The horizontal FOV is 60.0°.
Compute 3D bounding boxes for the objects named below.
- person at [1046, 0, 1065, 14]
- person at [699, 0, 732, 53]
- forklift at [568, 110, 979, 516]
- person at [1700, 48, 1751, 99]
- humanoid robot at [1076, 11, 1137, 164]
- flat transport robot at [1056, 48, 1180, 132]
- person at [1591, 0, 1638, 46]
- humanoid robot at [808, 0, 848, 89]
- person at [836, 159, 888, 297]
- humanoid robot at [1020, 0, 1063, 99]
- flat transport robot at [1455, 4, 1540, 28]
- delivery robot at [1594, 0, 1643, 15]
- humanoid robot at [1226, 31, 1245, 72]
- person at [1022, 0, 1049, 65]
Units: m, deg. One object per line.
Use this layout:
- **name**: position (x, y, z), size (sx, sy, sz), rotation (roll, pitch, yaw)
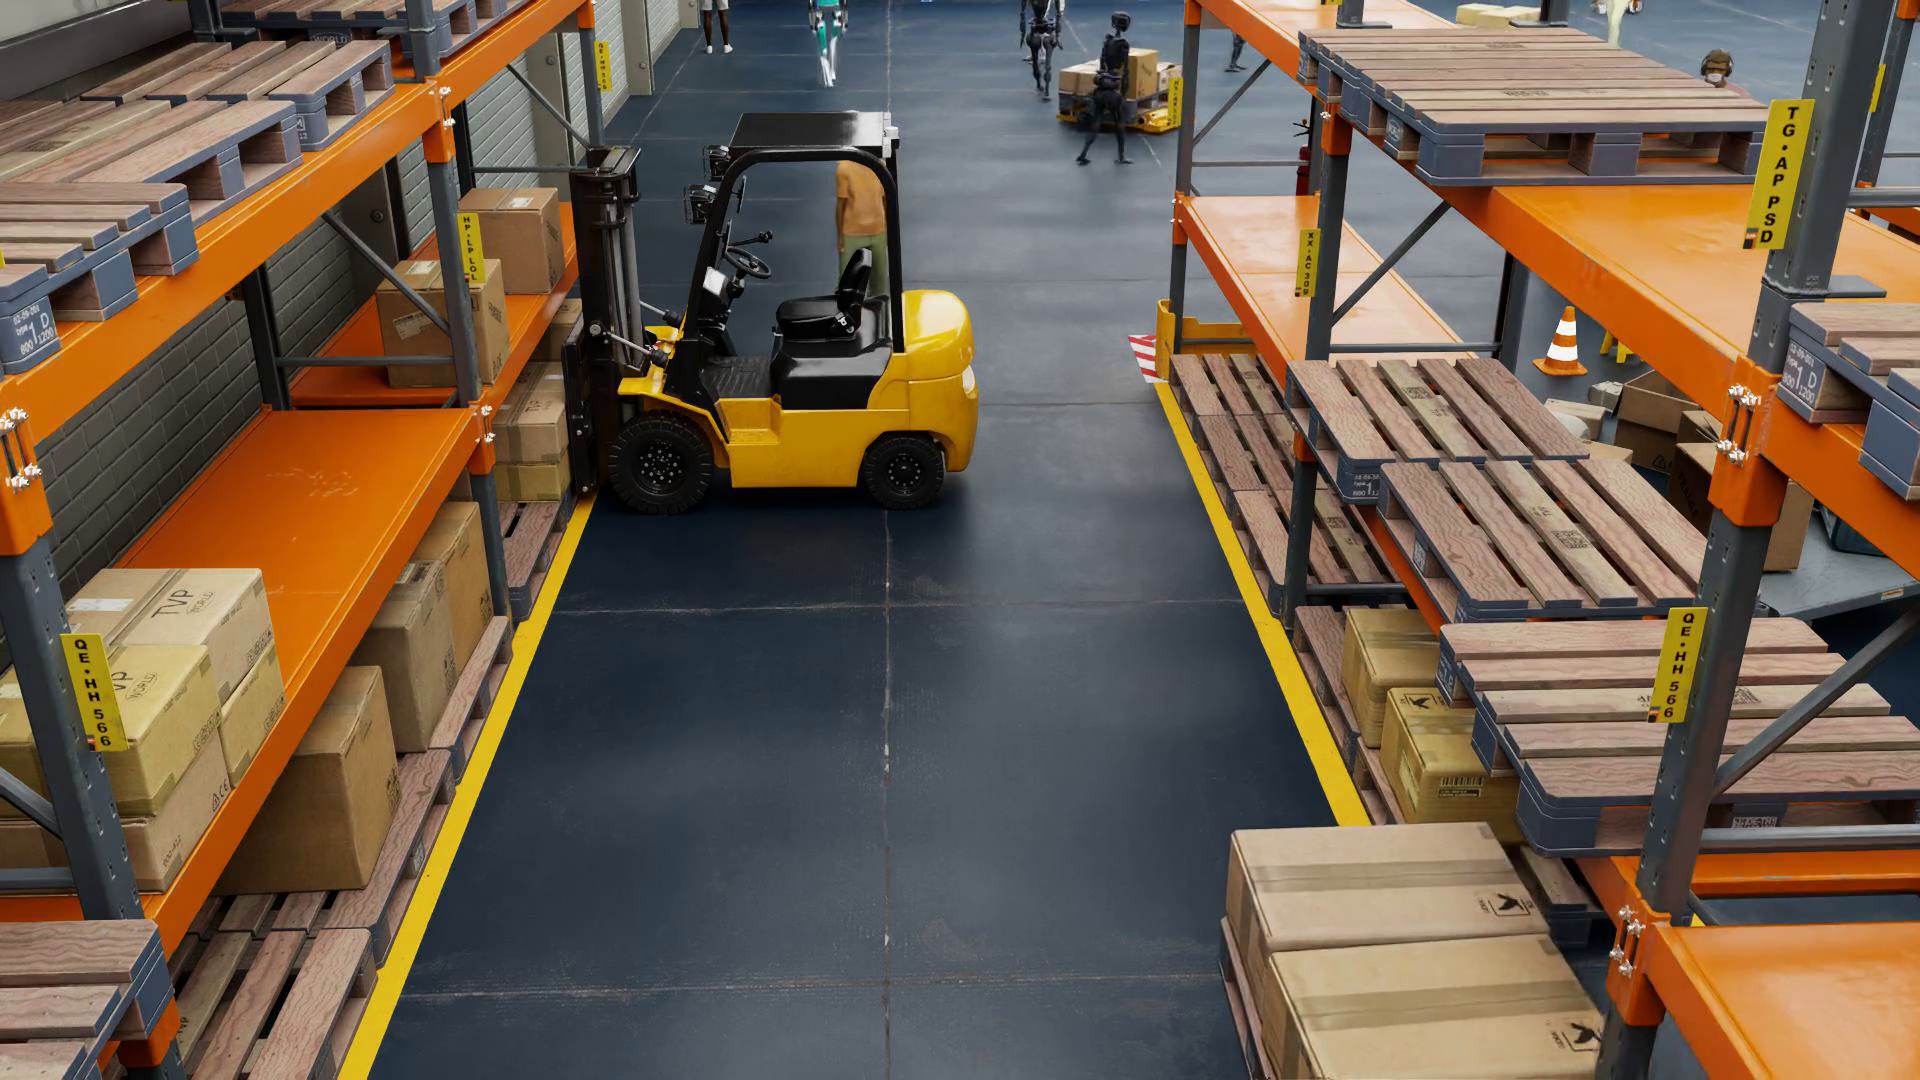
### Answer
- **person**: position (1.622, -9.985, 28.712), size (0.560, 1.748, 0.331), rotation (0, 25, 0)
- **person**: position (-3.708, -8.280, 24.935), size (0.541, 1.896, 0.376), rotation (-4, 26, -8)
- **forklift**: position (-1.043, -1.379, 9.976), size (2.313, 2.155, 1.214), rotation (-1, 25, -2)
- **person**: position (6.261, -3.173, 14.088), size (0.621, 1.932, 0.368), rotation (11, 27, 22)
- **humanoid robot**: position (1.621, -4.914, 18.120), size (0.656, 1.648, 0.592), rotation (-7, 26, -15)
- **flat transport robot**: position (1.956, -5.189, 20.292), size (1.431, 0.231, 0.659), rotation (16, 30, 31)
- **person**: position (9.359, -7.749, 23.840), size (0.816, 1.863, 0.534), rotation (-16, 30, -31)
- **humanoid robot**: position (-1.798, -6.985, 22.435), size (0.531, 1.778, 1.016), rotation (-4, 26, -9)
- **person**: position (-0.704, -2.278, 12.453), size (0.454, 1.706, 0.415), rotation (-8, 26, -16)
- **humanoid robot**: position (1.071, -6.589, 21.638), size (0.602, 1.631, 0.609), rotation (10, 27, 20)
- **flat transport robot**: position (7.968, -7.347, 24.862), size (0.659, 0.231, 1.431), rotation (14, 29, 28)
- **delivery robot**: position (11.514, -9.456, 29.015), size (0.807, 0.613, 0.499), rotation (0, 25, -1)
- **humanoid robot**: position (3.948, -7.472, 23.466), size (0.355, 1.650, 0.602), rotation (5, 26, 11)
- **person**: position (1.154, -7.843, 24.064), size (0.394, 1.847, 0.563), rotation (-5, 26, -11)
